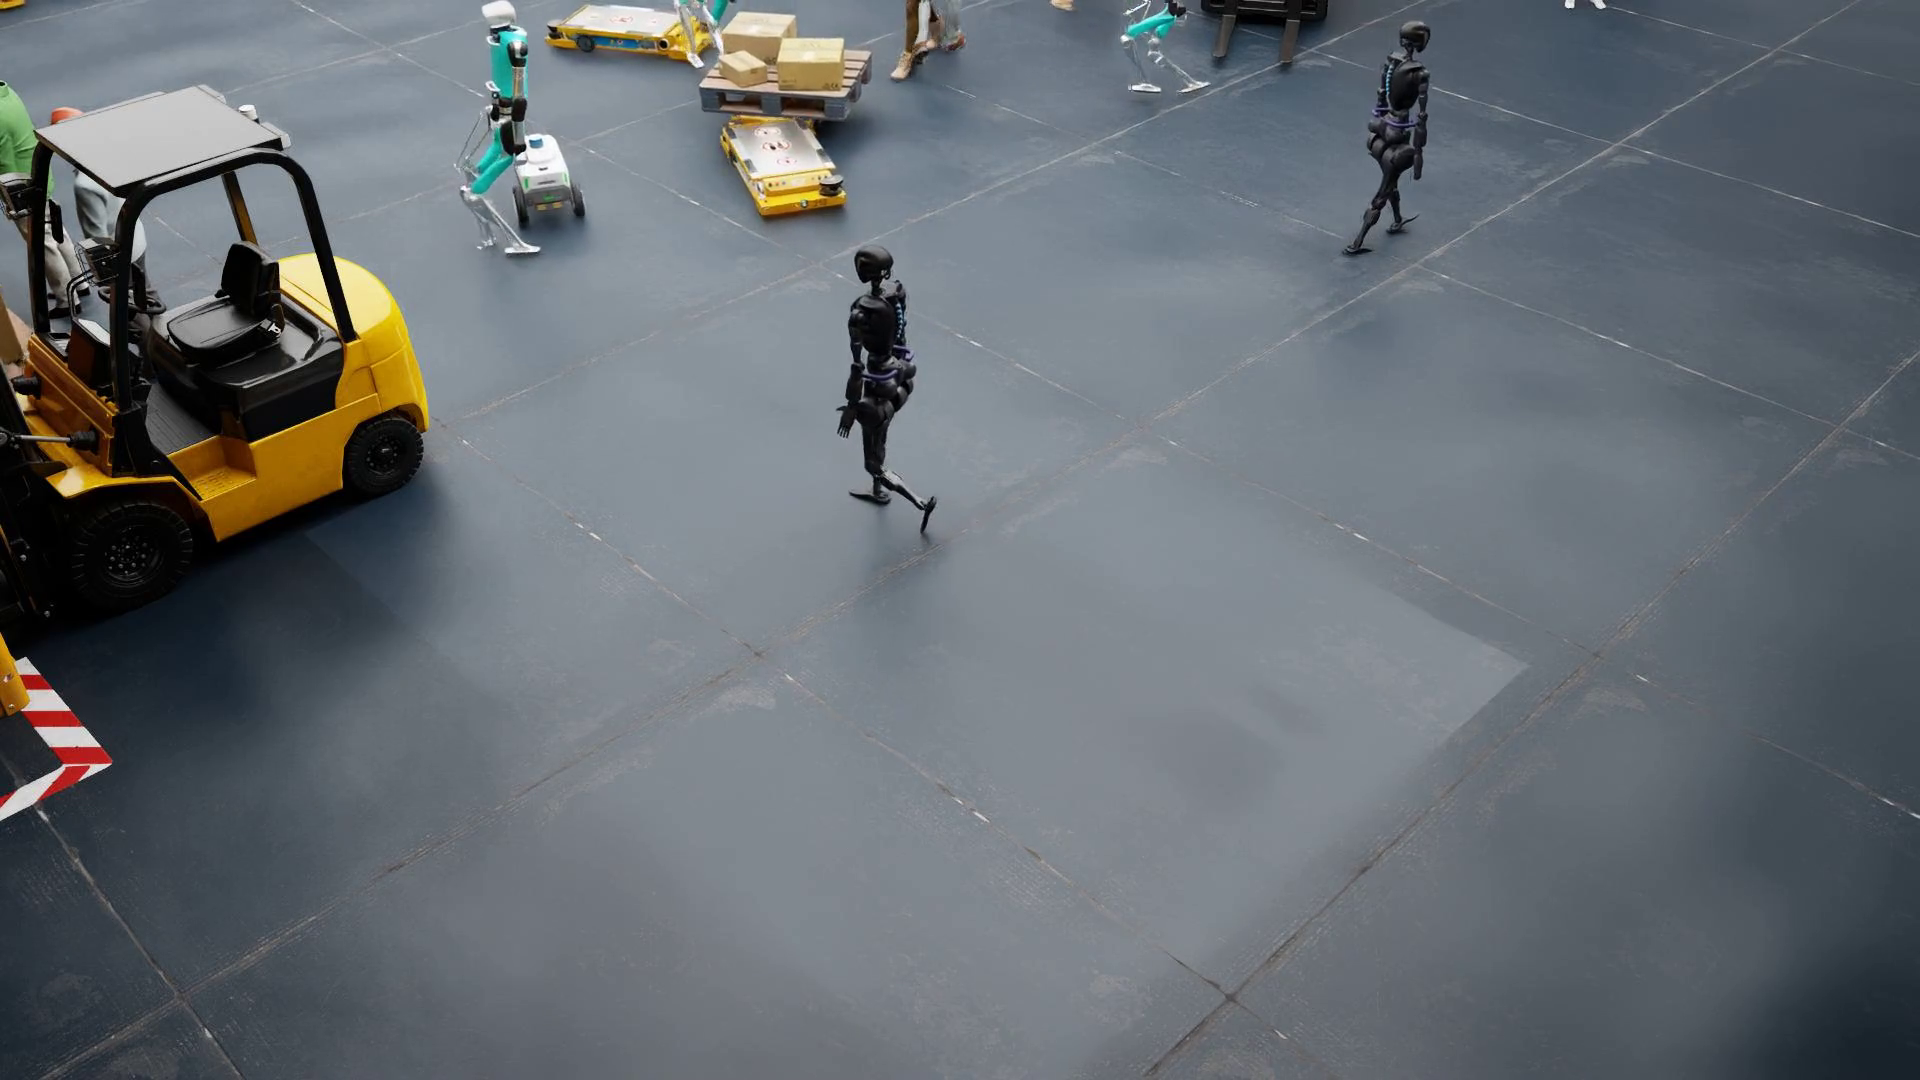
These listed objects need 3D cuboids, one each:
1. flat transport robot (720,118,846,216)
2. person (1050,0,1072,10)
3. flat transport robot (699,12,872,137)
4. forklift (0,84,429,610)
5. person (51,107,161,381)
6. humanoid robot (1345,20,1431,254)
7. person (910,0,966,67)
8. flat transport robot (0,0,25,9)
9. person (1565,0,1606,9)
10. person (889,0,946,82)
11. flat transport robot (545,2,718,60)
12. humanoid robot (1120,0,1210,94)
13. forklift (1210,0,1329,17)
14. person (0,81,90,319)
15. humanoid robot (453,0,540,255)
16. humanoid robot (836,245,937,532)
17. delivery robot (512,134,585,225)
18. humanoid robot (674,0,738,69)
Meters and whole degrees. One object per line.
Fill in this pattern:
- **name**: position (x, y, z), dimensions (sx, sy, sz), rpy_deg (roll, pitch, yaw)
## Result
- **flat transport robot**: position (-1.393, -2.929, 12.917), dimensions (0.659, 0.231, 1.431), rpy_deg (-12, 38, -15)
- **person**: position (1.082, -5.903, 15.643), dimensions (0.567, 1.761, 0.446), rpy_deg (-19, 41, -23)
- **flat transport robot**: position (-1.419, -3.613, 13.833), dimensions (0.659, 0.231, 1.431), rpy_deg (6, 37, 8)
- **forklift**: position (-4.145, -1.093, 8.856), dimensions (2.313, 2.155, 1.214), rpy_deg (-31, 47, -34)
- **person**: position (-5.183, -1.805, 10.185), dimensions (0.347, 1.739, 0.571), rpy_deg (-3, 37, -5)
- **humanoid robot**: position (3.076, -2.817, 11.617), dimensions (0.751, 1.626, 0.590), rpy_deg (-14, 39, -18)
- **person**: position (-0.194, -5.097, 14.463), dimensions (0.660, 1.912, 0.812), rpy_deg (4, 37, 6)
- **flat transport robot**: position (-9.742, -5.387, 16.207), dimensions (1.431, 0.231, 0.659), rpy_deg (30, 46, 34)
- **person**: position (6.062, -5.848, 15.676), dimensions (0.513, 1.642, 0.306), rpy_deg (0, 37, 0)
- **person**: position (-0.319, -5.037, 14.309), dimensions (0.647, 1.983, 0.953), rpy_deg (22, 42, 27)
- **flat transport robot**: position (-3.007, -4.656, 15.230), dimensions (1.431, 0.231, 0.659), rpy_deg (9, 38, 12)
- **humanoid robot**: position (1.687, -4.492, 13.765), dimensions (0.968, 1.733, 0.558), rpy_deg (2, 37, 2)
- **forklift**: position (3.106, -6.400, 15.960), dimensions (1.214, 2.155, 2.313), rpy_deg (8, 37, 10)
- **person**: position (-6.101, -2.302, 10.823), dimensions (0.388, 1.776, 0.545), rpy_deg (-8, 37, -10)
- **humanoid robot**: position (-3.279, -2.759, 11.471), dimensions (0.784, 1.793, 0.530), rpy_deg (-18, 40, -23)
- **humanoid robot**: position (-0.368, -0.819, 8.927), dimensions (0.643, 1.634, 0.603), rpy_deg (17, 40, 22)
- **delivery robot**: position (-3.122, -2.729, 12.404), dimensions (0.499, 0.587, 0.788), rpy_deg (-12, 38, -16)
- **humanoid robot**: position (-2.183, -4.763, 14.149), dimensions (0.535, 1.716, 1.052), rpy_deg (-26, 44, -30)
